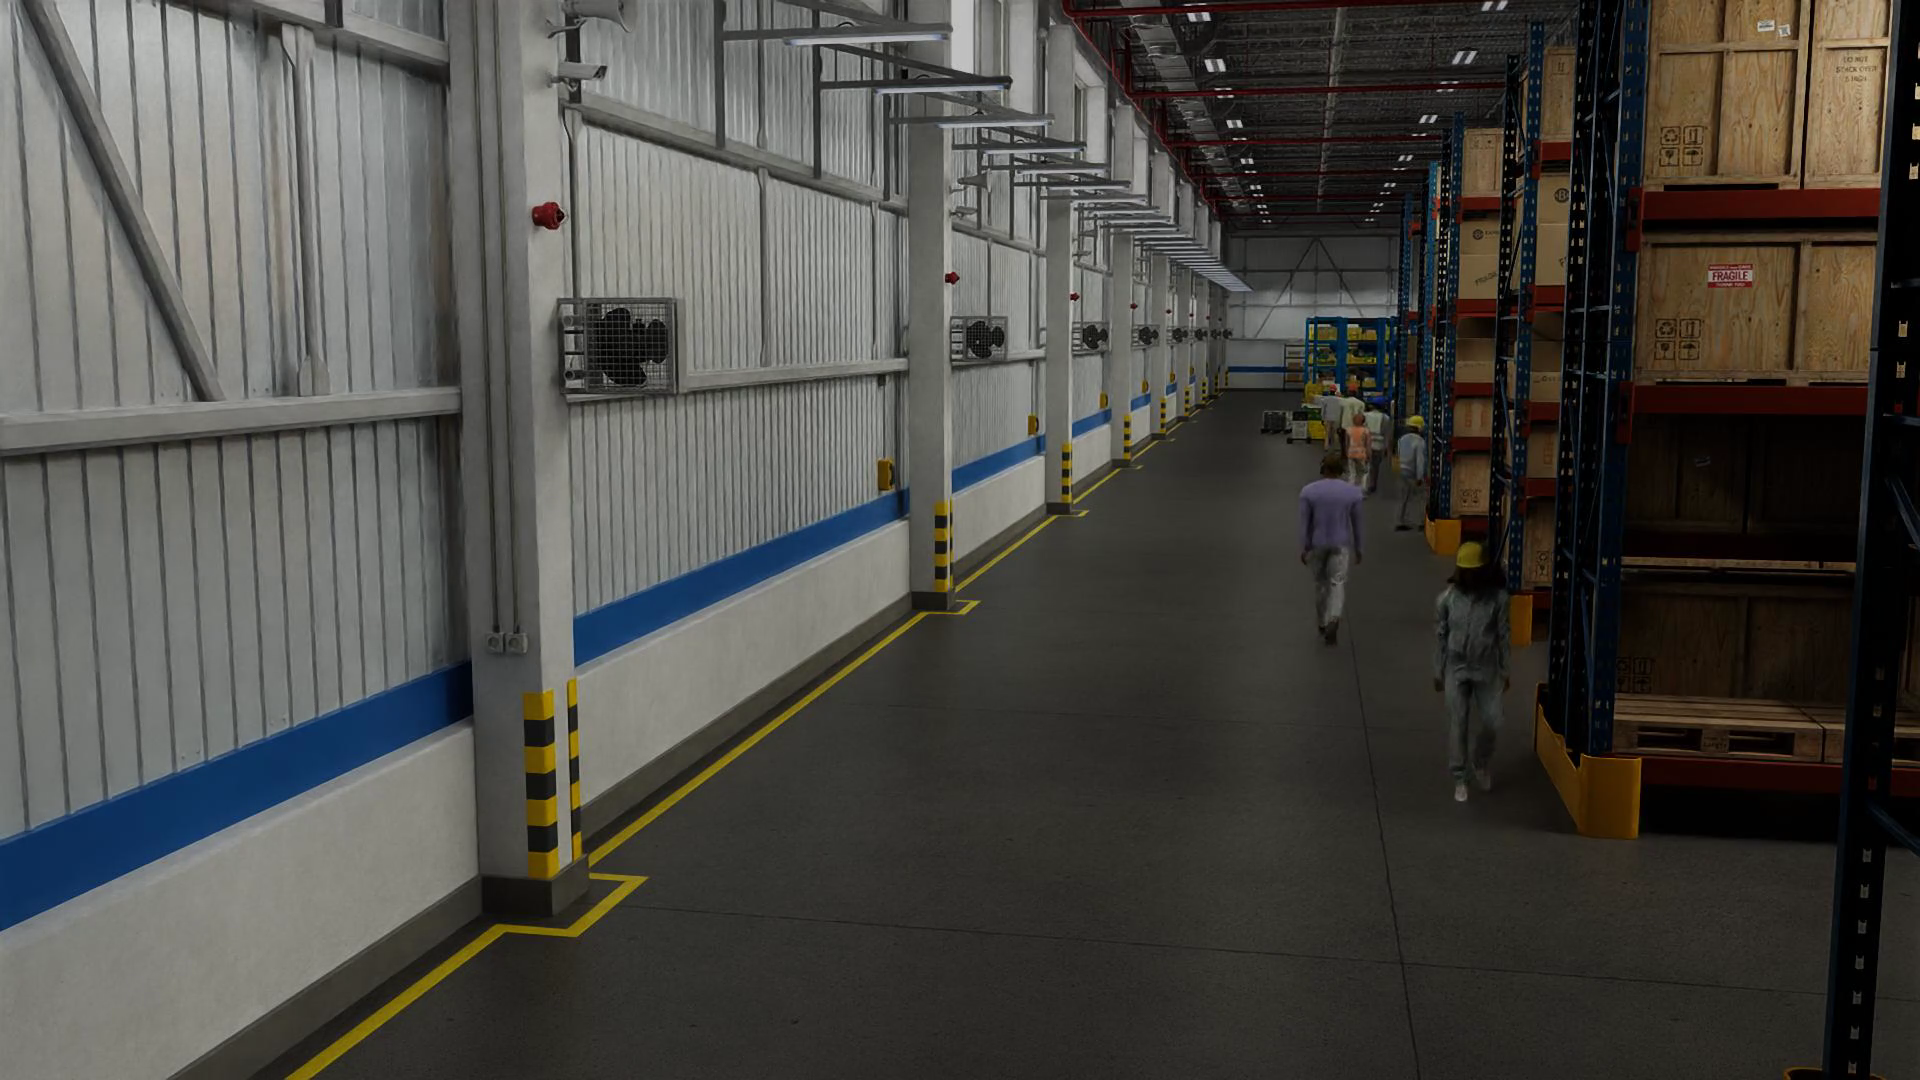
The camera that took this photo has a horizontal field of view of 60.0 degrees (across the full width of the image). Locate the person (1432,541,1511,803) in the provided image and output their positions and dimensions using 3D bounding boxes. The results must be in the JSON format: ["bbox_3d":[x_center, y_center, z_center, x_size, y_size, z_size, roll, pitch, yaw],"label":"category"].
[{"bbox_3d":[3.374,0.866,10.985,0.514,1.730,0.358,2,7,12],"label":"person"}]

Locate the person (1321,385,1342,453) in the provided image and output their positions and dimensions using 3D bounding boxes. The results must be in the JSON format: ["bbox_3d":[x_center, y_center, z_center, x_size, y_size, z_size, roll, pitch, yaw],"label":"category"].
[{"bbox_3d":[9.593,-3.122,42.857,0.567,1.751,0.329,2,7,16],"label":"person"}]

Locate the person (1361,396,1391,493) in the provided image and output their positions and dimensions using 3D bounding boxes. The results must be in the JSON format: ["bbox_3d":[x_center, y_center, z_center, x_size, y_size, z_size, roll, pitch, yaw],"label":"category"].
[{"bbox_3d":[7.900,-1.808,31.802,0.642,1.890,0.906,3,8,23],"label":"person"}]

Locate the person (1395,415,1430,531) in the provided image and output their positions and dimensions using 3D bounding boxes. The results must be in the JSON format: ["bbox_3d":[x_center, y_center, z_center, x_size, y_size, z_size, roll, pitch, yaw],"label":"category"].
[{"bbox_3d":[7.123,-1.031,25.894,0.736,1.805,0.606,-3,8,-23],"label":"person"}]

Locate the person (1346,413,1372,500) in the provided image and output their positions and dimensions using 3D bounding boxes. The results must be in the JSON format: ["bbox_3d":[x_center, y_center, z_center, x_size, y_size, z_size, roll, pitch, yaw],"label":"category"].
[{"bbox_3d":[7.339,-1.523,30.585,0.522,1.612,0.686,4,8,31],"label":"person"}]

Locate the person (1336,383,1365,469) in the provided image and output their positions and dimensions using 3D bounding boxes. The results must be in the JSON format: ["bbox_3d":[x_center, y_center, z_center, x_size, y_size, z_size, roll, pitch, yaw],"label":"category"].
[{"bbox_3d":[8.729,-2.519,37.165,0.605,1.973,0.774,1,7,8],"label":"person"}]

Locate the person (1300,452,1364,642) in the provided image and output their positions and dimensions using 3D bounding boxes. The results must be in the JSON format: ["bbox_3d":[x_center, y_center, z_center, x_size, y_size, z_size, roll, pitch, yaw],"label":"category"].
[{"bbox_3d":[3.733,0.068,16.738,0.638,1.910,0.890,2,7,13],"label":"person"}]
